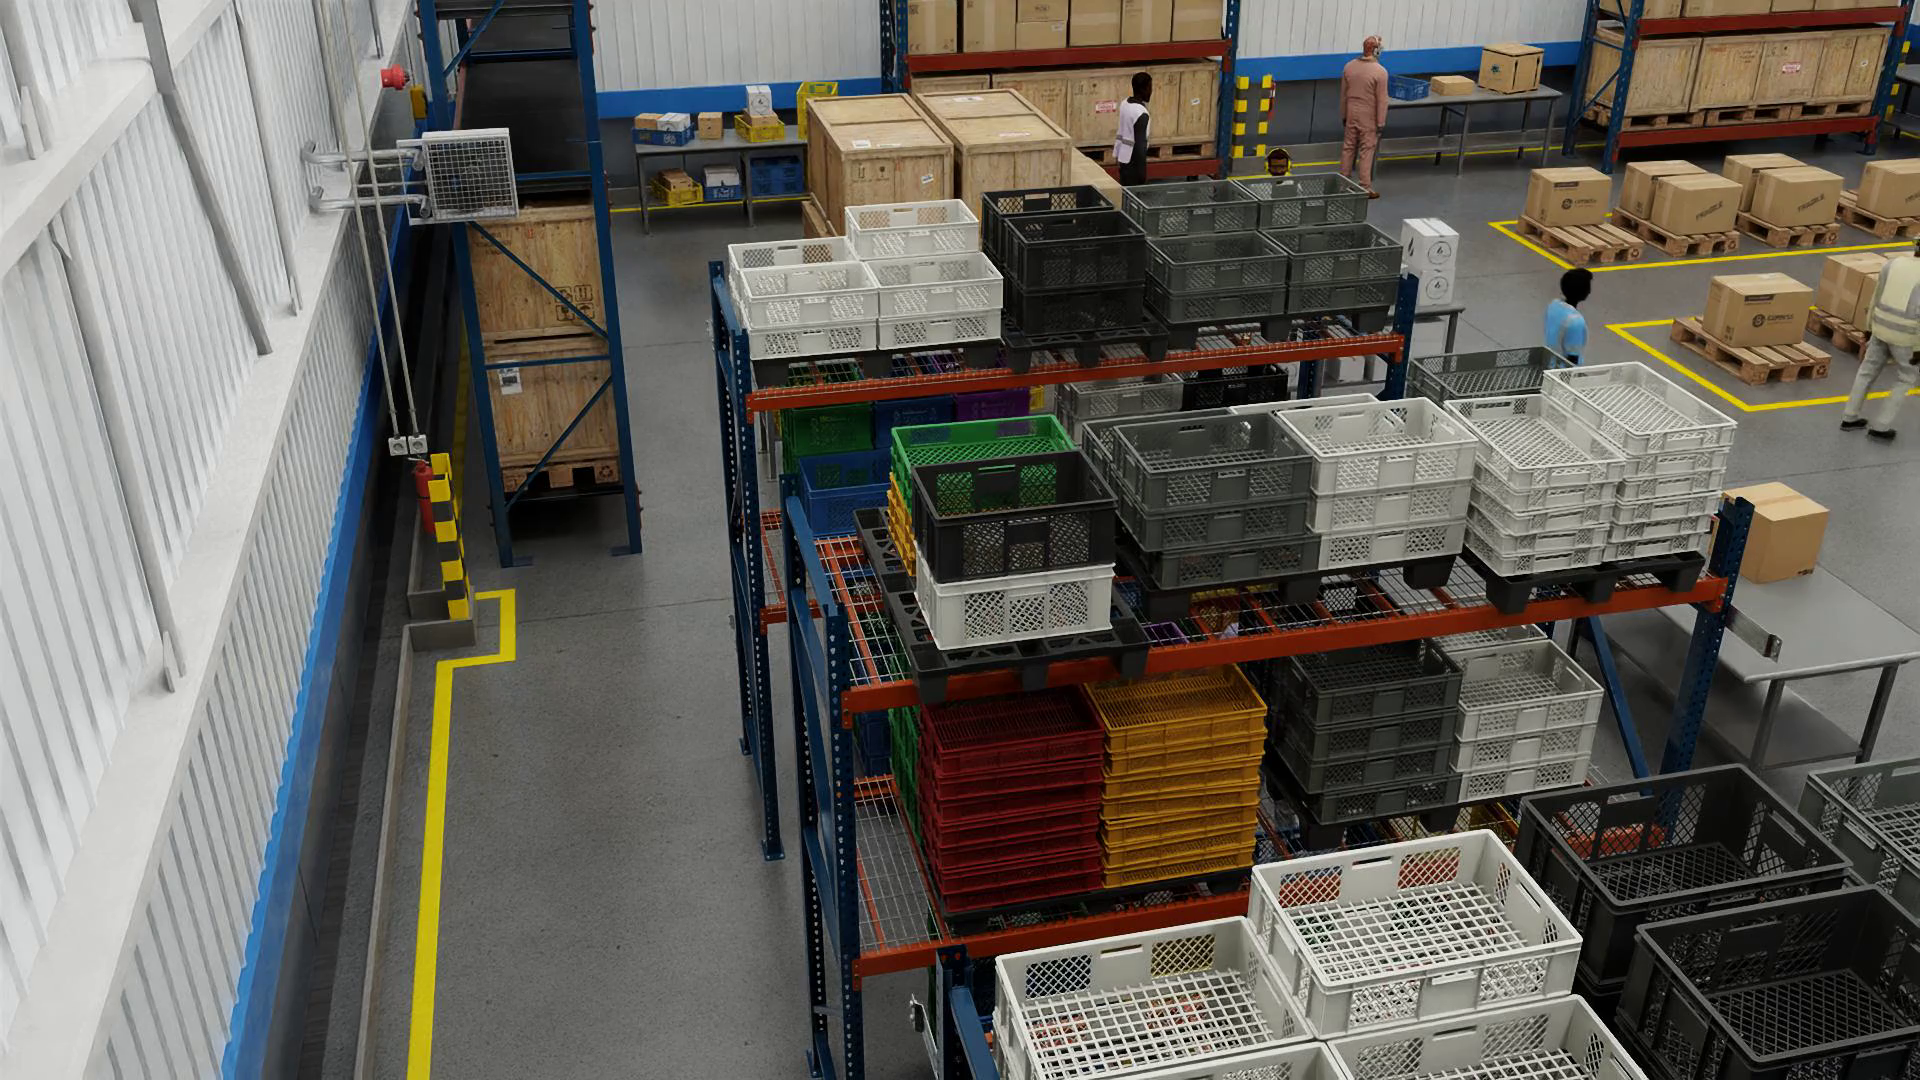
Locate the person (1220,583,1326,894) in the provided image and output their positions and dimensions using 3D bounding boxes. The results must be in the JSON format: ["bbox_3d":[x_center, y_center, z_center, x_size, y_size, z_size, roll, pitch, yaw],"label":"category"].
[{"bbox_3d":[1.579,1.002,8.352,0.636,1.934,0.374,3,28,6],"label":"person"}]

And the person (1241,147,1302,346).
[{"bbox_3d":[2.883,-2.722,15.478,0.509,1.872,0.328,0,28,-1],"label":"person"}]

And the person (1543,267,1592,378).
[{"bbox_3d":[4.681,-1.310,12.985,0.317,1.695,0.539,-3,28,-6],"label":"person"}]

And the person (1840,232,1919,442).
[{"bbox_3d":[7.688,-1.699,13.610,0.455,1.806,0.624,-11,30,-20],"label":"person"}]

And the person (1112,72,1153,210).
[{"bbox_3d":[1.868,-4.117,18.087,0.389,1.911,0.592,-7,29,-14],"label":"person"}]

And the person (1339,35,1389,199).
[{"bbox_3d":[4.829,-5.037,19.832,0.409,1.907,0.651,-21,34,-34],"label":"person"}]
